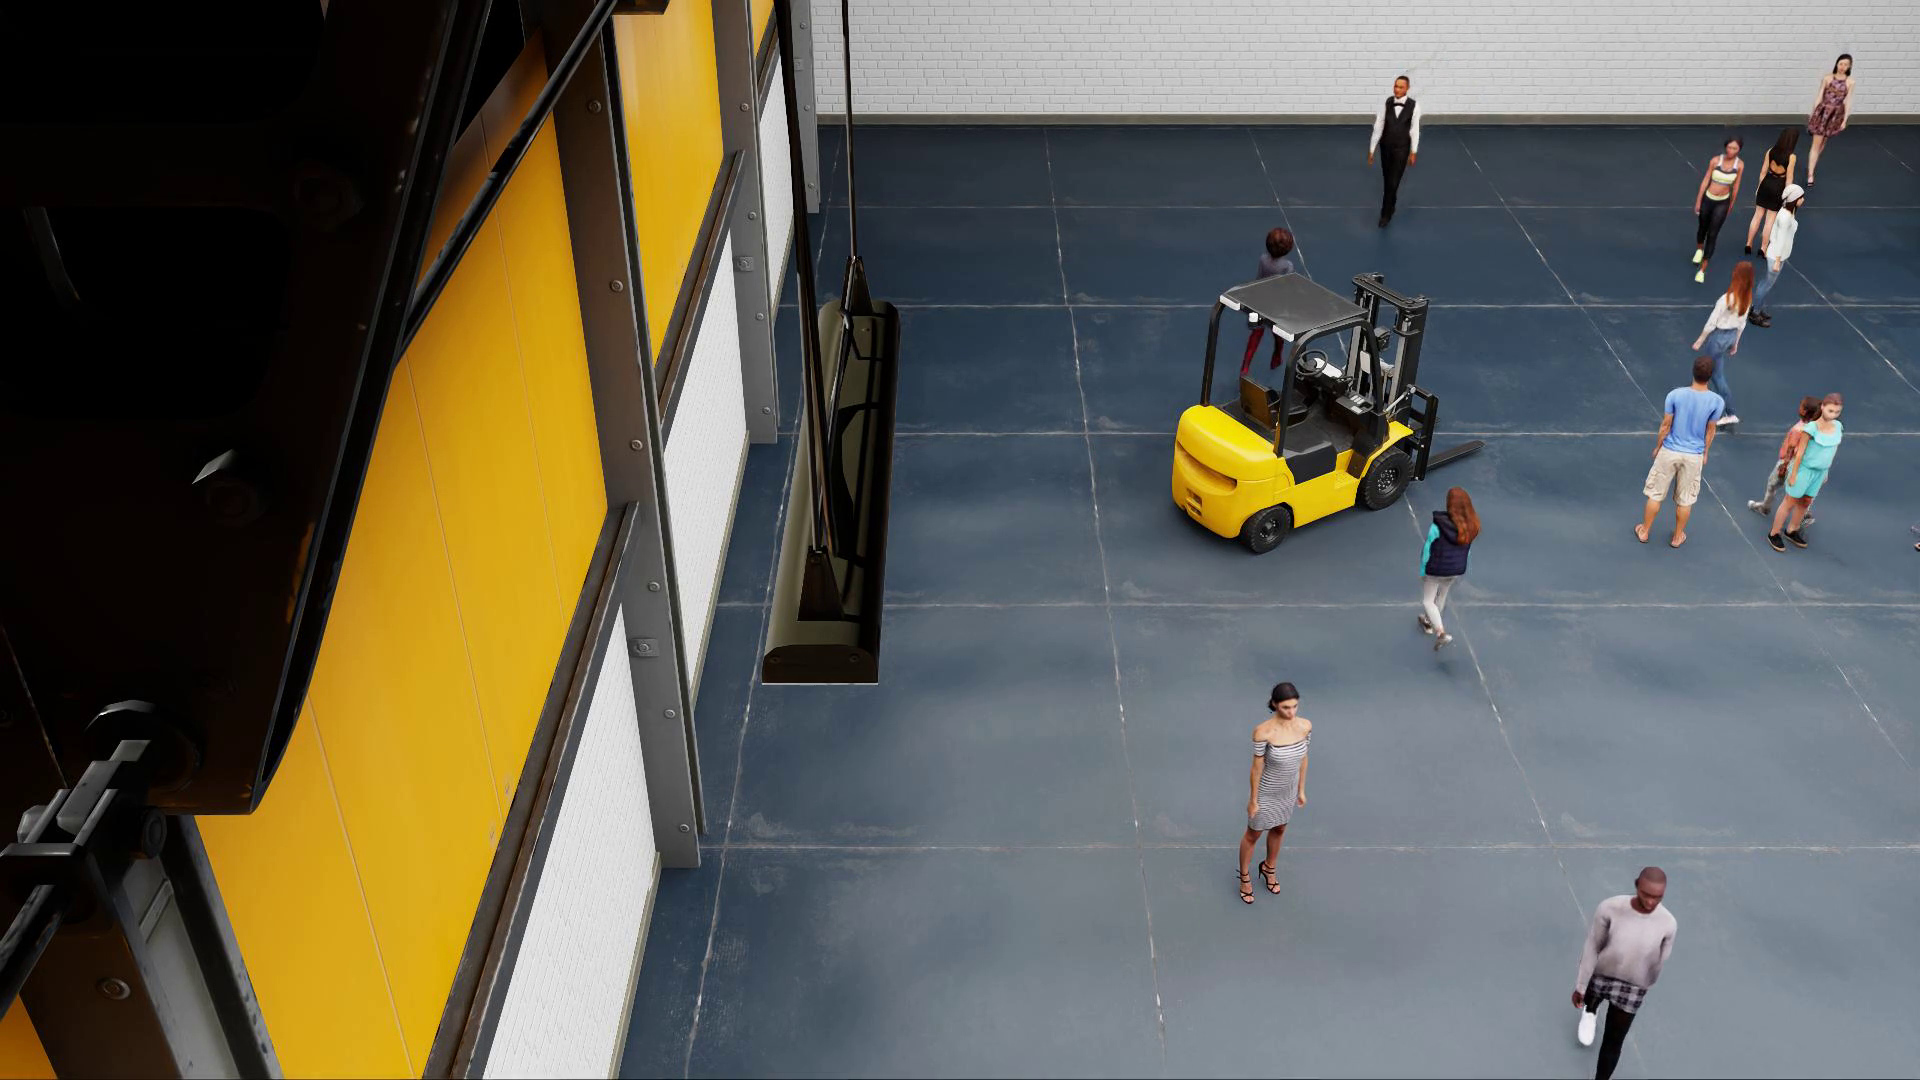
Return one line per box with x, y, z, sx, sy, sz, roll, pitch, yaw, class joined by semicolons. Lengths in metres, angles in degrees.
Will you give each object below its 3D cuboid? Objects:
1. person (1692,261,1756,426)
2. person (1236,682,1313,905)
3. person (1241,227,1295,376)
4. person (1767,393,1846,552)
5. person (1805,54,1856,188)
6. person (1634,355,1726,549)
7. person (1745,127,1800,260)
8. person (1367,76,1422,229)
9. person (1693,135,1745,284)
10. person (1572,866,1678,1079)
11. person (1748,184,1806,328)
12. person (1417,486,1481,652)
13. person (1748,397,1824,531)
7.764;-1.964;16.815;0.952;1.700;1.180;-18;37;-24;person
2.104;1.697;11.197;0.664;1.822;0.657;-13;36;-18;person
3.239;-2.441;17.555;1.005;1.676;1.170;21;39;28;person
7.632;-0.629;14.936;0.588;1.557;0.579;-7;34;-11;person
11.659;-5.650;22.349;0.922;1.713;1.234;13;36;19;person
6.470;-0.787;14.896;0.724;1.865;0.692;11;35;17;person
9.893;-4.229;20.273;0.690;1.645;0.598;-22;39;-29;person
5.589;-5.013;21.230;1.015;1.891;1.129;19;38;26;person
9.022;-4.020;19.904;0.956;1.706;1.224;17;37;23;person
3.929;2.560;9.983;0.950;1.728;1.261;13;36;19;person
9.227;-3.230;18.770;0.703;1.645;0.570;14;36;21;person
3.999;0.250;13.680;0.702;1.483;0.911;-7;34;-11;person
7.709;-0.697;15.278;0.735;1.292;0.934;-16;37;-22;person
